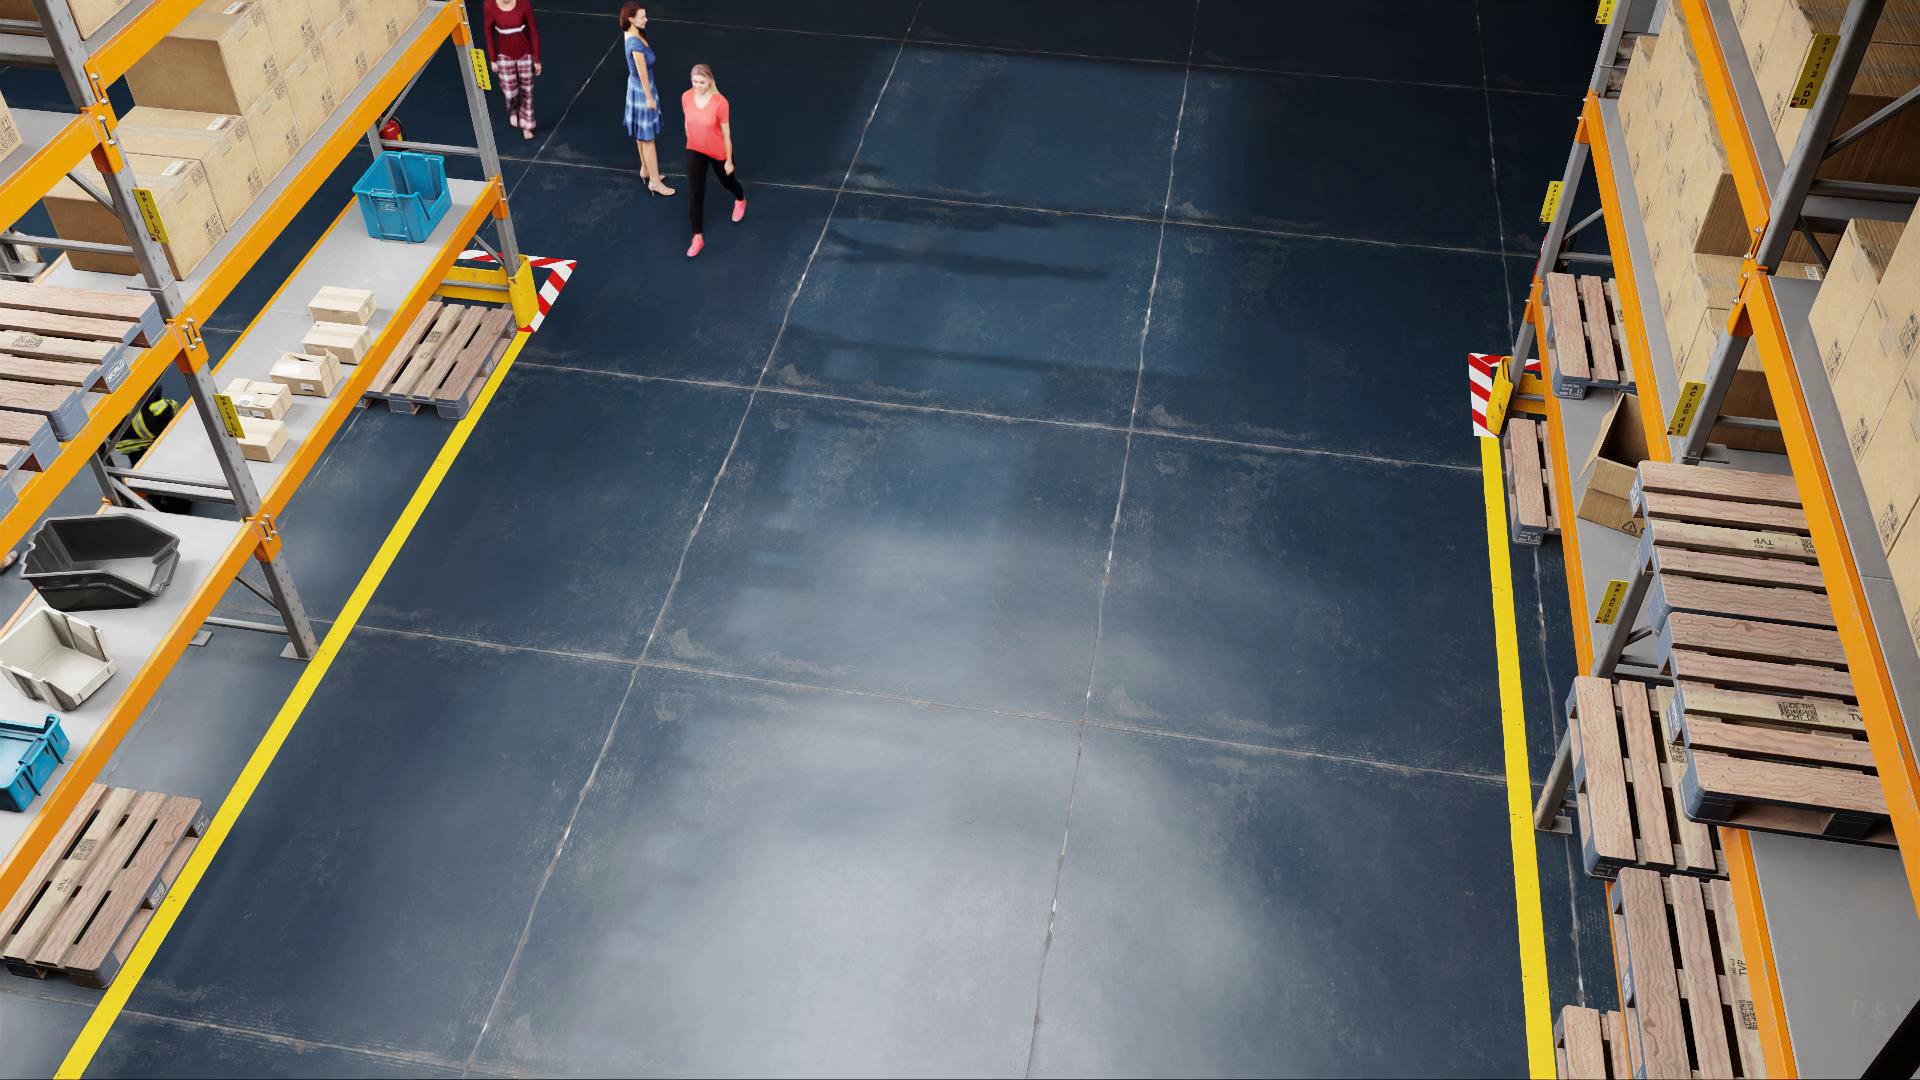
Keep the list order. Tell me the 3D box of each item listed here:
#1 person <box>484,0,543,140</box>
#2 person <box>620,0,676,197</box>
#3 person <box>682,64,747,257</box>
[{"bbox_3d":[-4.193,-4.604,15.634,0.787,1.692,0.844,-13,45,-13],"label":"person"},{"bbox_3d":[-2.820,-3.938,14.851,0.820,1.808,0.705,-15,46,-15],"label":"person"},{"bbox_3d":[-2.103,-3.360,14.358,0.699,1.651,1.167,12,45,12],"label":"person"}]
